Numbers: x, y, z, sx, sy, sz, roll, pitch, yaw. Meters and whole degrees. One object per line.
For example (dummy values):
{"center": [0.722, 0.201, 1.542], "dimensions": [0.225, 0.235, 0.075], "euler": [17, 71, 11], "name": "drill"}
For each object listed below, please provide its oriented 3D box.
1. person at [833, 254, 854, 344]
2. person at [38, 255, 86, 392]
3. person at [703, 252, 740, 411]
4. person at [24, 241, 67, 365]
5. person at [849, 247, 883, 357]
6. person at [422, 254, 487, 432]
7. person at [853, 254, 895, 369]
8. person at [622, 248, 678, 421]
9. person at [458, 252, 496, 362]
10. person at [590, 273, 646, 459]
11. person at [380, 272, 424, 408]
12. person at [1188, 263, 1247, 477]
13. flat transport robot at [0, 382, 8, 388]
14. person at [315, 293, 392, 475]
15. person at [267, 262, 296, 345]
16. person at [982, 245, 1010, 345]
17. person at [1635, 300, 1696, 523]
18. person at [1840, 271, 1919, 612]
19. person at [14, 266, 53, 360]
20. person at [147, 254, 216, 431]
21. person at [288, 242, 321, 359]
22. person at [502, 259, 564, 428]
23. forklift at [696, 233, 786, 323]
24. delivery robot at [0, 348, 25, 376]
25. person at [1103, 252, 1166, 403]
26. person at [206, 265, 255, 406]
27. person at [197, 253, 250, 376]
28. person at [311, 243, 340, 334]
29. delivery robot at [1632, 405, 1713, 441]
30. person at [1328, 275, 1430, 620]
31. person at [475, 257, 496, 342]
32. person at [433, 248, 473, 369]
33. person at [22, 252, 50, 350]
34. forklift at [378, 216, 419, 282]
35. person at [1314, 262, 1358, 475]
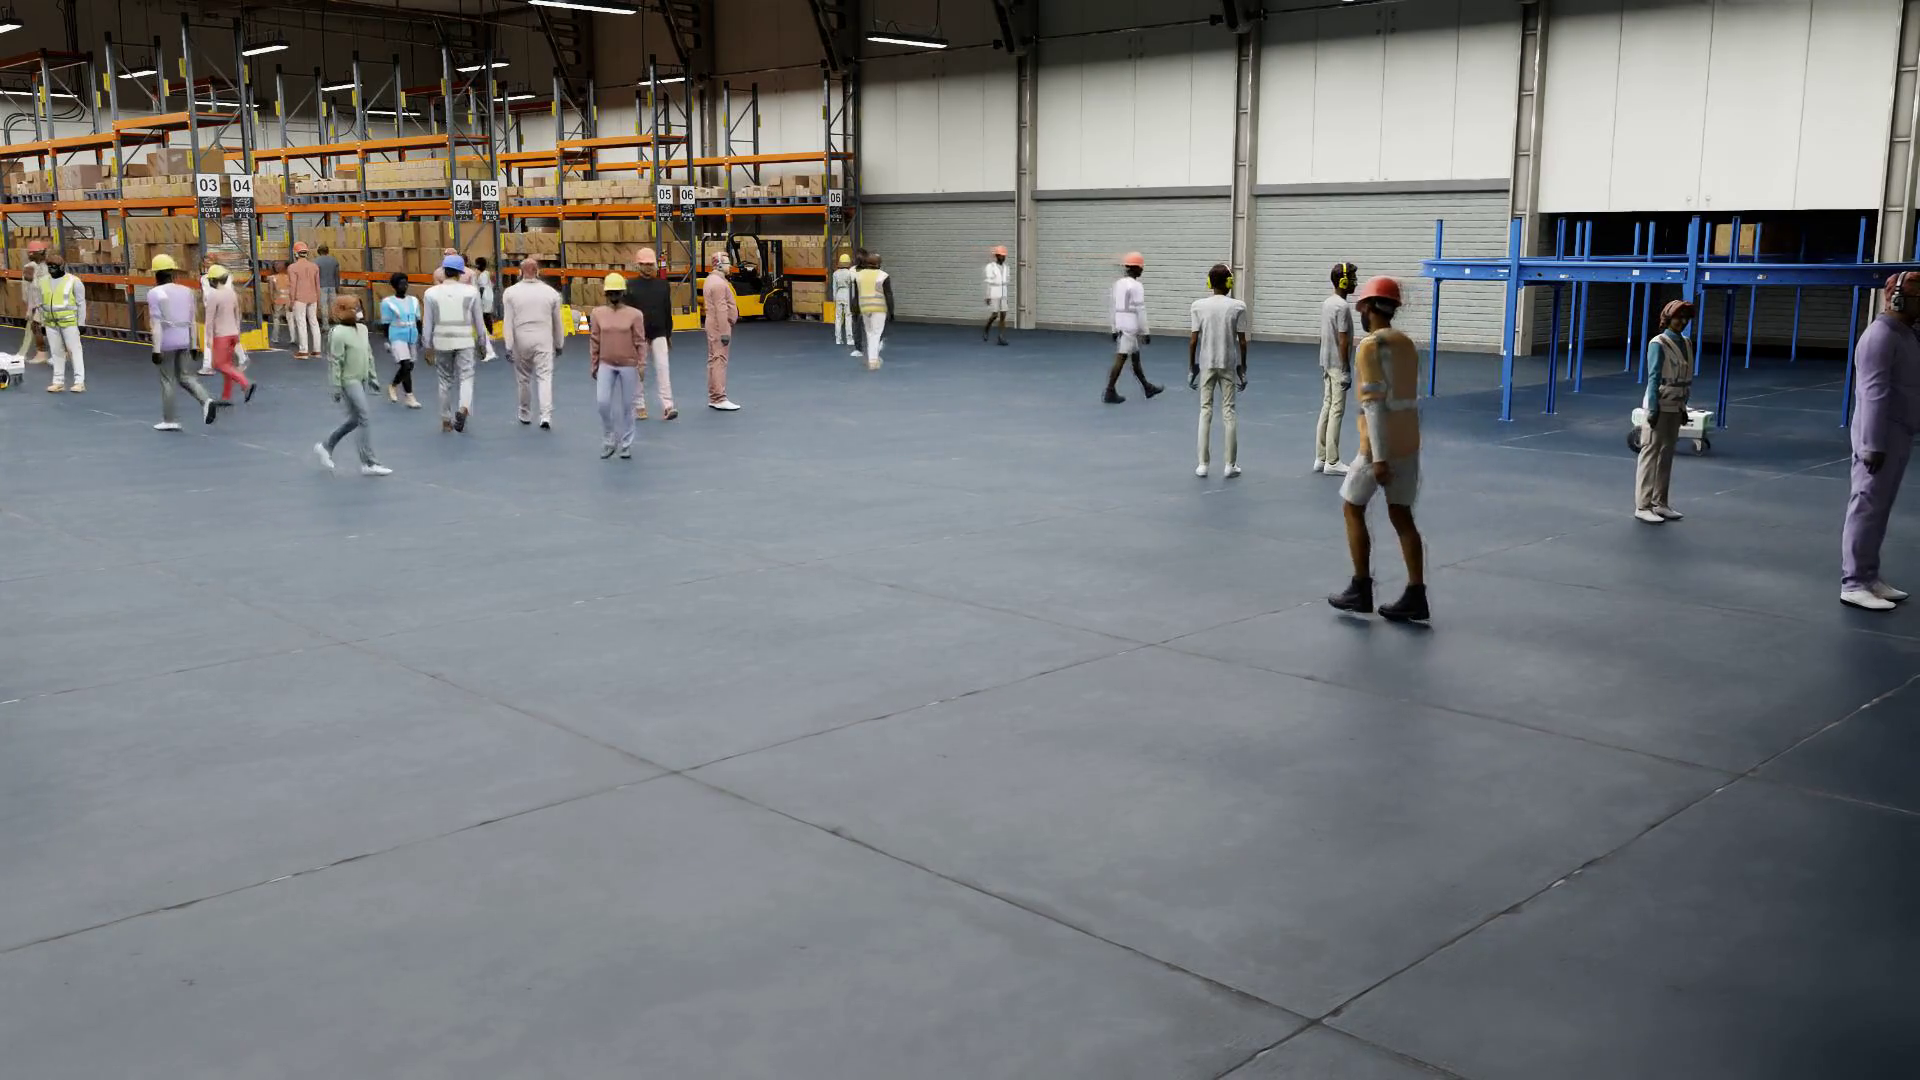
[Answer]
{"center": [-2.239, -4.686, 32.393], "dimensions": [0.490, 1.744, 0.295], "euler": [6, 12, 28], "name": "person"}
{"center": [-12.164, -2.924, 22.523], "dimensions": [0.634, 1.839, 0.429], "euler": [1, 10, 4], "name": "person"}
{"center": [-2.911, -2.554, 20.315], "dimensions": [0.404, 1.911, 0.636], "euler": [-3, 11, -18], "name": "person"}
{"center": [-14.978, -3.833, 26.991], "dimensions": [0.790, 2.012, 0.634], "euler": [-8, 13, -37], "name": "person"}
{"center": [-1.676, -4.211, 29.387], "dimensions": [0.595, 1.900, 0.713], "euler": [7, 12, 33], "name": "person"}
{"center": [-5.436, -2.096, 17.840], "dimensions": [0.686, 1.916, 0.733], "euler": [-2, 11, -10], "name": "person"}
{"center": [-1.319, -3.662, 26.643], "dimensions": [0.657, 1.804, 0.860], "euler": [5, 11, 25], "name": "person"}
{"center": [-3.545, -2.336, 18.988], "dimensions": [0.645, 1.948, 0.997], "euler": [-5, 12, -27], "name": "person"}
{"center": [-8.275, -3.913, 27.985], "dimensions": [0.961, 1.834, 0.501], "euler": [3, 11, 16], "name": "person"}
{"center": [-3.242, -1.633, 15.706], "dimensions": [0.546, 1.747, 0.594], "euler": [0, 10, 0], "name": "person"}
{"center": [-6.953, -2.493, 20.658], "dimensions": [0.774, 1.673, 0.536], "euler": [7, 13, 35], "name": "person"}
{"center": [2.271, -1.495, 14.661], "dimensions": [0.521, 1.865, 0.319], "euler": [3, 11, 14], "name": "person"}
{"center": [-13.595, -2.086, 22.346], "dimensions": [0.652, 0.197, 1.431], "euler": [1, 11, 8], "name": "flat transport robot"}
{"center": [-5.450, -1.393, 14.812], "dimensions": [0.747, 1.604, 0.501], "euler": [2, 10, 8], "name": "person"}
{"center": [-13.226, -4.619, 32.450], "dimensions": [0.515, 1.593, 0.877], "euler": [-8, 13, -38], "name": "person"}
{"center": [0.717, -4.739, 32.170], "dimensions": [0.552, 1.924, 0.539], "euler": [-7, 13, -34], "name": "person"}
{"center": [5.246, -0.958, 12.354], "dimensions": [0.514, 1.636, 0.315], "euler": [-9, 14, -40], "name": "person"}
{"center": [5.322, -0.572, 9.510], "dimensions": [0.399, 1.909, 0.643], "euler": [9, 14, 41], "name": "person"}
{"center": [-15.545, -3.785, 27.895], "dimensions": [0.845, 1.587, 0.517], "euler": [-7, 13, -34], "name": "person"}
{"center": [-8.506, -2.138, 18.059], "dimensions": [0.642, 1.911, 0.589], "euler": [4, 11, 19], "name": "person"}
{"center": [-11.317, -4.136, 28.702], "dimensions": [0.382, 1.993, 0.622], "euler": [6, 12, 31], "name": "person"}
{"center": [-4.723, -2.180, 18.443], "dimensions": [0.665, 1.858, 1.011], "euler": [-4, 11, -22], "name": "person"}
{"center": [-5.496, -6.489, 41.108], "dimensions": [2.313, 2.155, 1.214], "euler": [-10, 14, -44], "name": "forklift"}
{"center": [-13.511, -2.463, 23.375], "dimensions": [0.477, 0.478, 0.707], "euler": [1, 10, 8], "name": "delivery robot"}
{"center": [2.249, -2.700, 21.161], "dimensions": [0.985, 1.884, 0.566], "euler": [-4, 11, -23], "name": "person"}
{"center": [-9.073, -2.533, 20.613], "dimensions": [0.582, 1.748, 0.539], "euler": [2, 11, 11], "name": "person"}
{"center": [-11.355, -3.477, 25.523], "dimensions": [0.574, 1.851, 0.957], "euler": [3, 11, 13], "name": "person"}
{"center": [-13.631, -5.403, 35.766], "dimensions": [0.355, 1.937, 0.634], "euler": [9, 14, 40], "name": "person"}
{"center": [6.980, -1.166, 16.301], "dimensions": [0.707, 0.478, 0.477], "euler": [6, 12, 29], "name": "delivery robot"}
{"center": [2.365, -0.510, 9.207], "dimensions": [0.558, 1.886, 0.712], "euler": [-9, 13, -39], "name": "person"}
{"center": [-9.493, -4.799, 33.190], "dimensions": [0.372, 1.680, 0.545], "euler": [-3, 11, -17], "name": "person"}
{"center": [-8.073, -3.694, 26.538], "dimensions": [0.641, 1.909, 0.409], "euler": [-7, 12, -33], "name": "person"}
{"center": [-17.214, -4.528, 31.118], "dimensions": [0.989, 1.889, 0.659], "euler": [7, 13, 35], "name": "person"}
{"center": [-17.868, -9.201, 54.028], "dimensions": [1.873, 2.768, 1.129], "euler": [-10, 14, -44], "name": "forklift"}
{"center": [3.377, -1.531, 14.842], "dimensions": [0.311, 1.869, 0.534], "euler": [-1, 10, -8], "name": "person"}
